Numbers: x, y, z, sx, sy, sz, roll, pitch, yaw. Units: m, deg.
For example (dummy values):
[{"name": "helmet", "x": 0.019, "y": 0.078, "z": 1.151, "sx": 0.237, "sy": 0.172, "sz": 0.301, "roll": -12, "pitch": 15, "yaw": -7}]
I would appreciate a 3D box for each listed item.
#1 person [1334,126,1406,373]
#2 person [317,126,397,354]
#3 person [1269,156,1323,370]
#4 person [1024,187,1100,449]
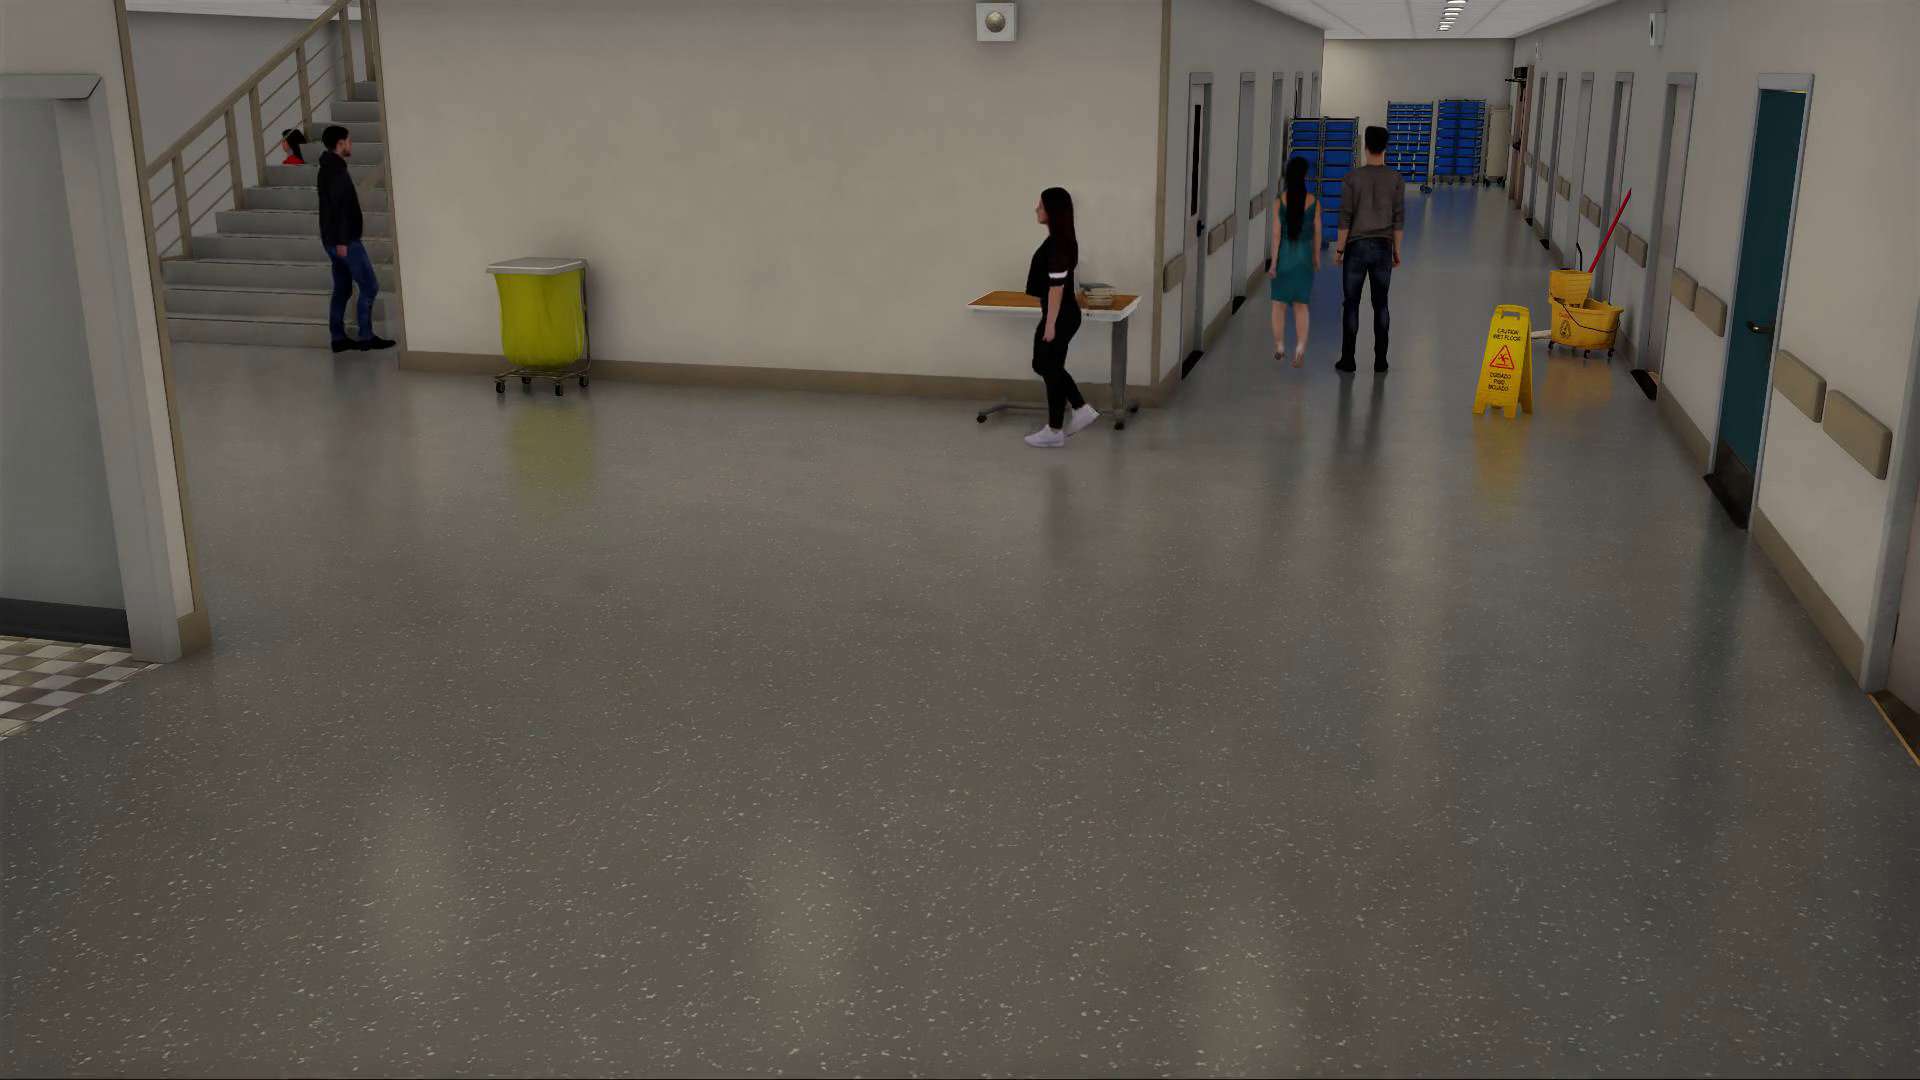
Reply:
[{"name": "person", "x": 3.231, "y": -2.289, "z": 13.130, "sx": 0.735, "sy": 1.910, "sz": 0.667, "roll": 0, "pitch": 16, "yaw": 1}, {"name": "person", "x": -5.272, "y": -2.505, "z": 13.963, "sx": 0.931, "sy": 1.873, "sz": 0.872, "roll": -9, "pitch": 18, "yaw": -29}, {"name": "person", "x": 2.621, "y": -2.124, "z": 13.034, "sx": 0.692, "sy": 1.646, "sz": 1.078, "roll": 2, "pitch": 16, "yaw": 6}, {"name": "person", "x": 0.681, "y": -1.375, "z": 10.402, "sx": 0.709, "sy": 1.632, "sz": 0.669, "roll": 2, "pitch": 16, "yaw": 8}]
